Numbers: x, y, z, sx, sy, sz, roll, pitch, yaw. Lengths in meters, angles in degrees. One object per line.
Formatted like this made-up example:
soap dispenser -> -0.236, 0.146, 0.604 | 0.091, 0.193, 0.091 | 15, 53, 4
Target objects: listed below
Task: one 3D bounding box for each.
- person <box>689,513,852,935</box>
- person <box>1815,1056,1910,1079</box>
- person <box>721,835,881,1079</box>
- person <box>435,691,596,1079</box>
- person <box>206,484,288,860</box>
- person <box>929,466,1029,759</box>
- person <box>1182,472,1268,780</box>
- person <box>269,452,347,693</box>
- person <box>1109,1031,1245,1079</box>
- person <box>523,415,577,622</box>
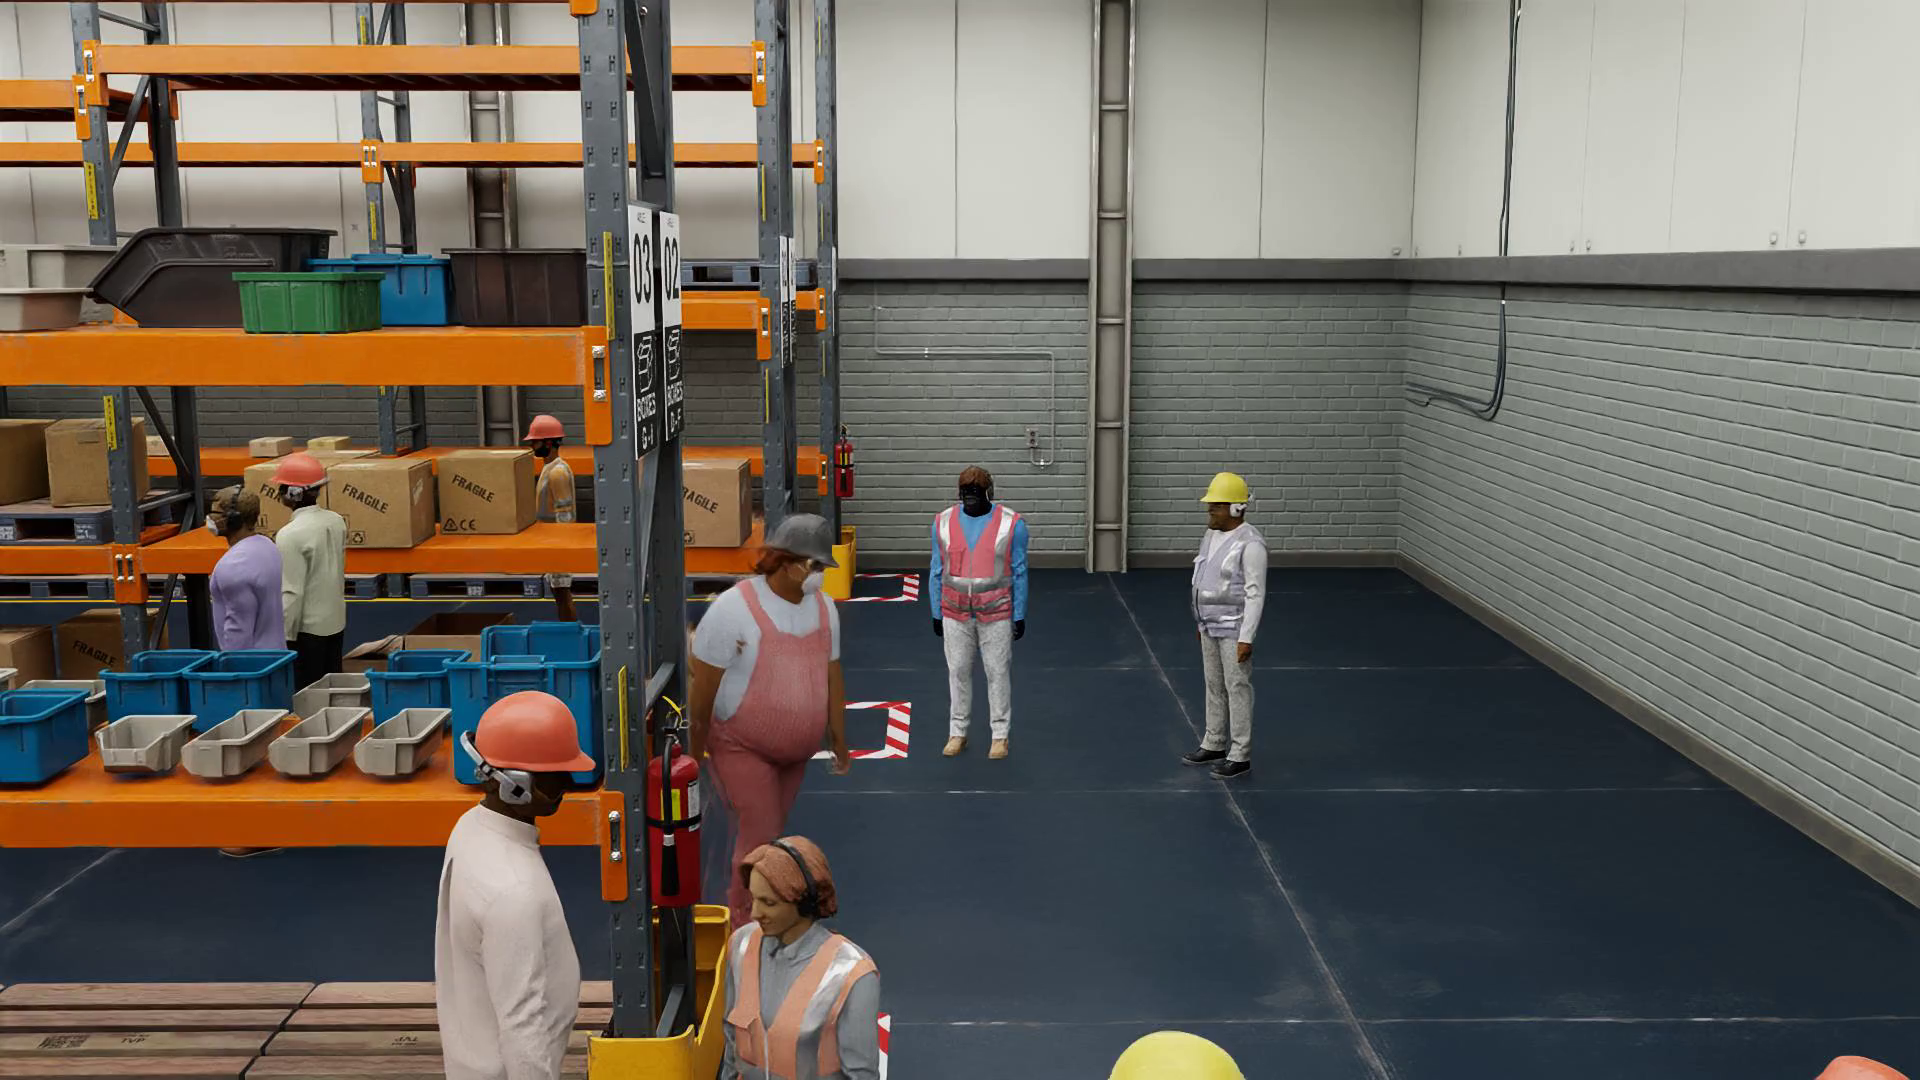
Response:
person -> -0.831, 0.829, 7.340 | 0.667, 2.000, 0.713 | 8, 12, 41
person -> 1.480, 1.711, 2.811 | 0.325, 1.752, 0.559 | 9, 13, 44
person -> -0.403, 1.539, 4.246 | 0.524, 1.631, 0.316 | 7, 12, 37
person -> -1.130, 1.356, 4.313 | 0.411, 1.980, 0.629 | -4, 10, -23
person -> -3.677, 0.674, 8.604 | 0.370, 1.940, 0.630 | -1, 9, -8
person -> 0.109, 0.452, 10.310 | 0.630, 1.838, 0.431 | 2, 10, 13
person -> 1.585, 0.504, 9.956 | 0.403, 1.837, 0.591 | -4, 10, -22
person -> -3.727, 0.489, 9.560 | 0.375, 1.997, 0.611 | 1, 9, 7
person -> 0.421, 1.706, 2.486 | 0.606, 1.882, 0.674 | -1, 9, -3
person -> -3.097, 0.020, 12.619 | 0.371, 1.935, 0.551 | -3, 10, -19
